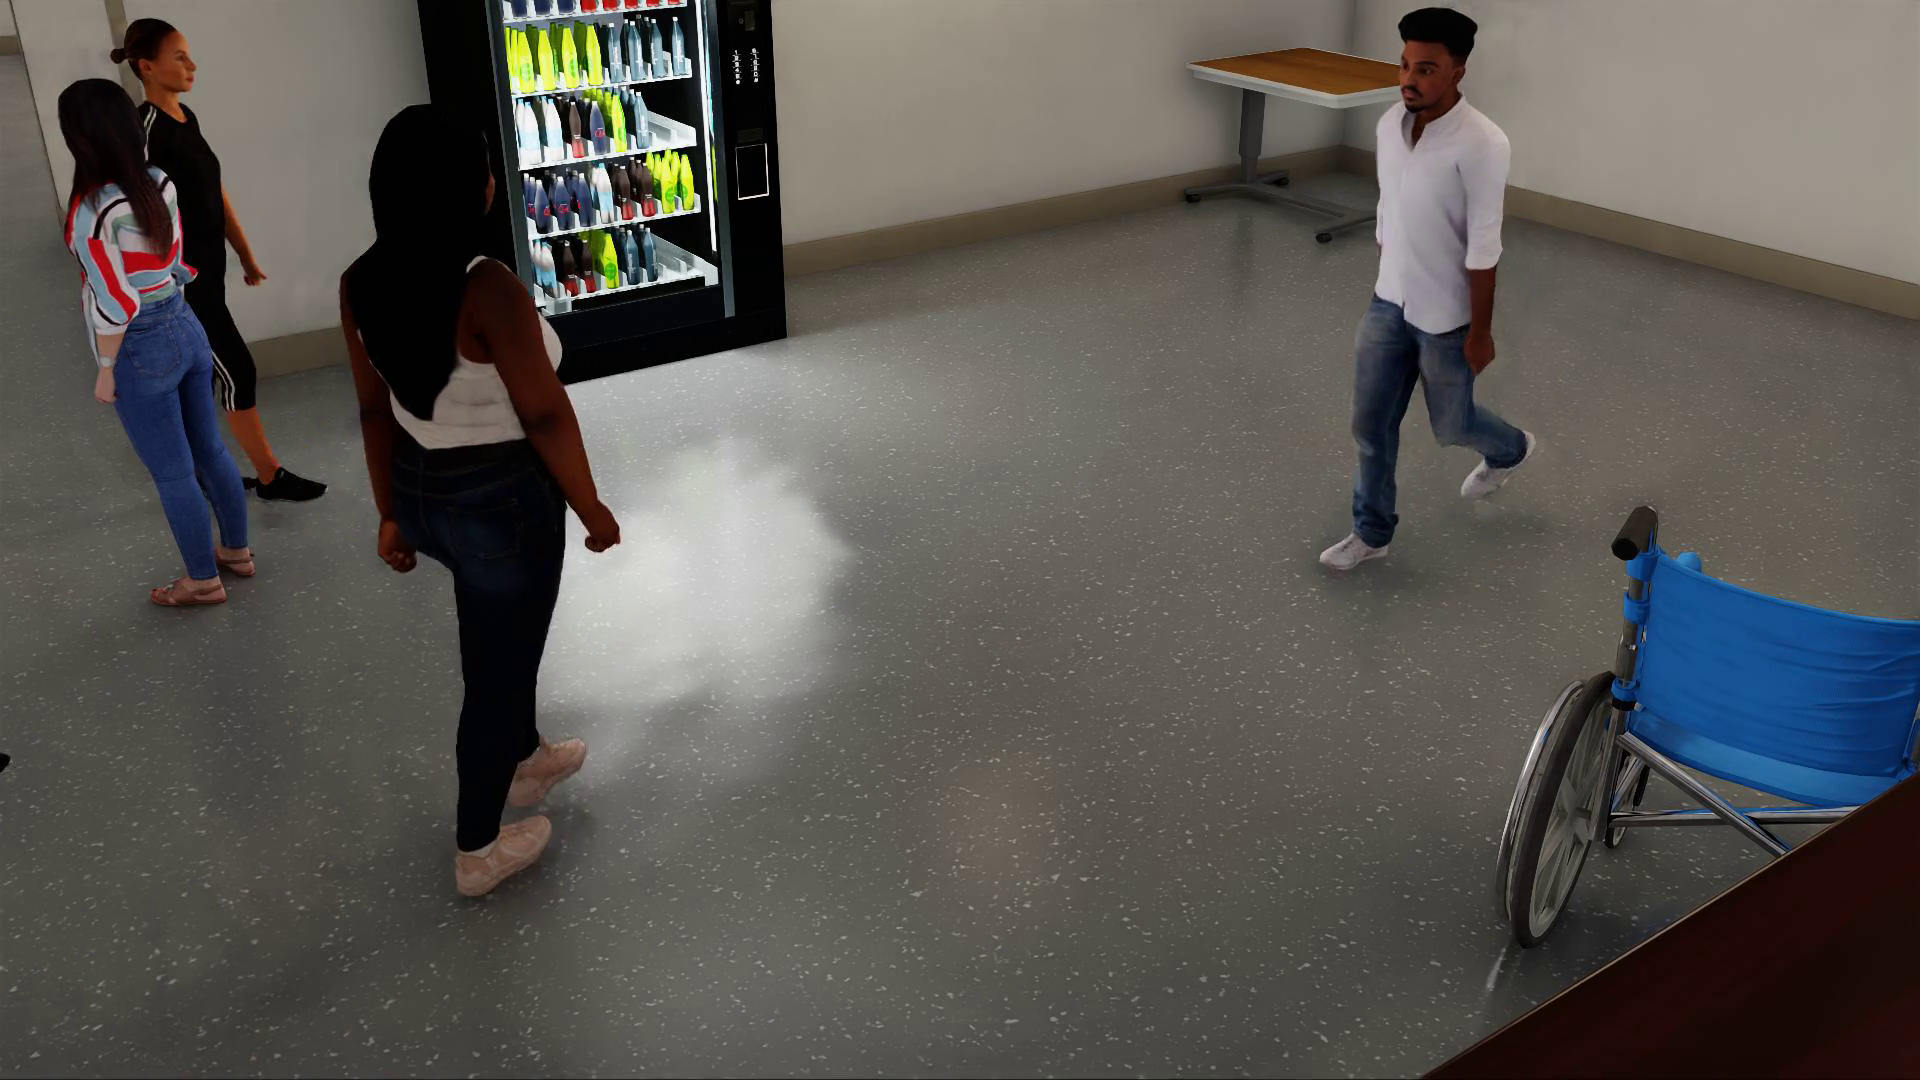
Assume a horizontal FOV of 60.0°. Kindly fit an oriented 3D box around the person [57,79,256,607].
[{"bbox_3d":[-2.422,-0.576,5.019,0.713,1.613,0.653,4,26,9],"label":"person"}]

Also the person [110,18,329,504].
[{"bbox_3d":[-2.690,-0.900,5.645,0.894,1.654,0.795,-2,26,-4],"label":"person"}]

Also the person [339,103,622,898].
[{"bbox_3d":[-1.115,-0.009,3.637,0.787,1.792,0.897,17,31,32],"label":"person"}]

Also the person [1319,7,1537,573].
[{"bbox_3d":[1.532,-0.755,5.227,1.078,1.756,0.653,-17,30,-31],"label":"person"}]
